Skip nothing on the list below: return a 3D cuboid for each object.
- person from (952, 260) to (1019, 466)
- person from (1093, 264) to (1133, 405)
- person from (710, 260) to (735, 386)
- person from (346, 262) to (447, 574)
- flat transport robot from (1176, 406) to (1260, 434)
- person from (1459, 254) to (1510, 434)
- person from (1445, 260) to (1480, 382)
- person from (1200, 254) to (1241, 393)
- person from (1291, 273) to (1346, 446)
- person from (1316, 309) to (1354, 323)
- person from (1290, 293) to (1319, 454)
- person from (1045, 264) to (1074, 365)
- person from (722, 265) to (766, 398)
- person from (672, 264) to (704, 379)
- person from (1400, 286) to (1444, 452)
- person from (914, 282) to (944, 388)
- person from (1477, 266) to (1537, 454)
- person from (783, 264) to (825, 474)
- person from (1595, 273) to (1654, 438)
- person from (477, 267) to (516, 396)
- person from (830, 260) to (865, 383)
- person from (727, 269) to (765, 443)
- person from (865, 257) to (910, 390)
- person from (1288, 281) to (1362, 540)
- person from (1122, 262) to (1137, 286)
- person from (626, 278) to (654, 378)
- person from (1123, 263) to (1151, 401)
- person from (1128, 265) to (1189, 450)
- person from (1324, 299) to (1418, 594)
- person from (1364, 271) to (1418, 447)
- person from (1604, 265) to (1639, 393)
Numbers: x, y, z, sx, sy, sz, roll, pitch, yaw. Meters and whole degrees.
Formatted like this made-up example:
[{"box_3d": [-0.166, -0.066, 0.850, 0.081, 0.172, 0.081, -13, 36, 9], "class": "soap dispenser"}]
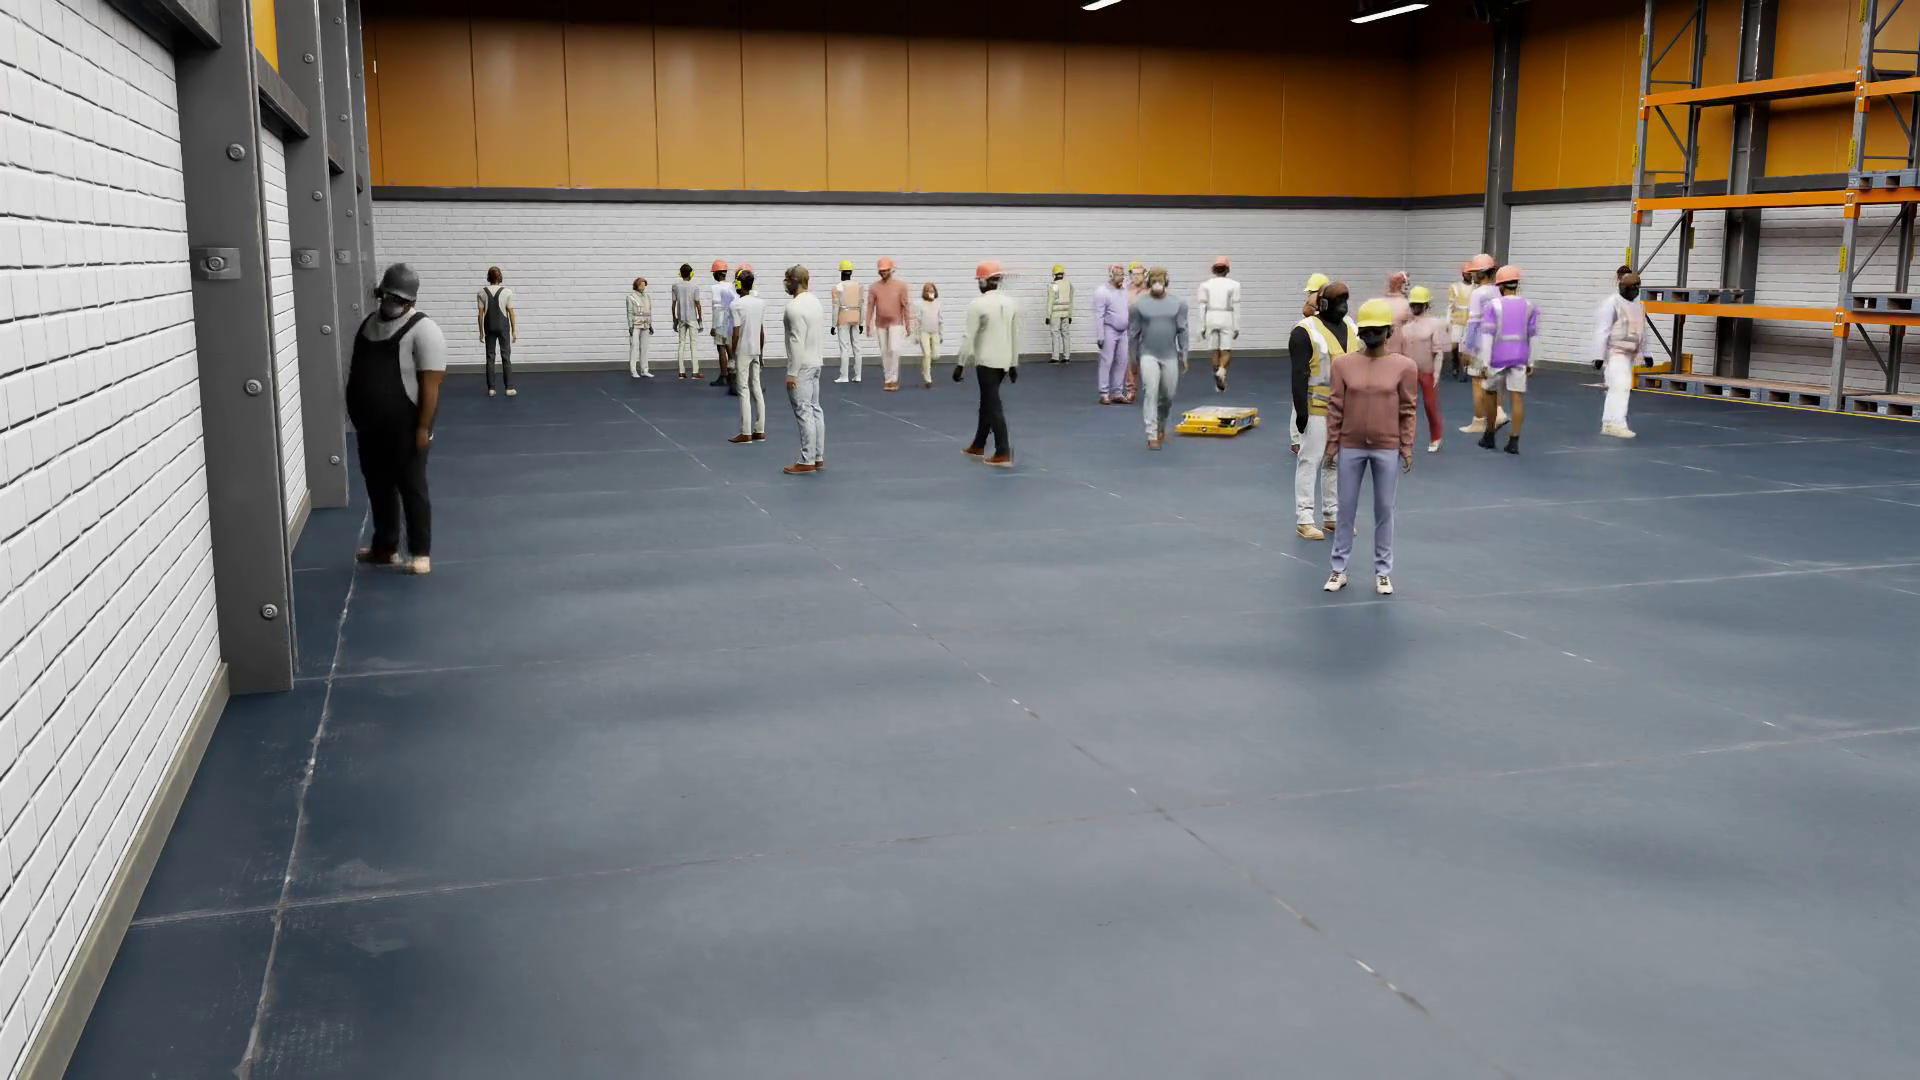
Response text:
[{"box_3d": [0.196, -1.706, 16.079, 0.908, 1.955, 0.630, 8, 13, 40], "class": "person"}, {"box_3d": [2.084, -2.767, 22.431, 0.675, 1.892, 0.436, -10, 14, -44], "class": "person"}, {"box_3d": [-3.662, -3.326, 25.544, 0.369, 1.935, 0.545, 5, 11, 25], "class": "person"}, {"box_3d": [-3.682, -0.799, 10.609, 0.851, 2.000, 0.534, 6, 11, 31], "class": "person"}, {"box_3d": [2.981, -1.387, 19.133, 0.652, 0.197, 1.431, 4, 11, 22], "class": "flat transport robot"}, {"box_3d": [5.889, -2.189, 18.703, 0.653, 2.029, 0.490, -8, 13, -39], "class": "person"}, {"box_3d": [8.009, -3.470, 26.409, 0.571, 1.922, 0.574, 3, 10, 16], "class": "person"}, {"box_3d": [3.753, -3.123, 24.119, 0.604, 2.023, 0.606, 4, 11, 22], "class": "person"}, {"box_3d": [3.719, -1.851, 17.312, 0.404, 1.827, 0.600, -6, 11, -31], "class": "person"}, {"box_3d": [3.665, -1.657, 16.458, 0.483, 1.736, 0.311, 5, 11, 25], "class": "person"}, {"box_3d": [3.590, -1.695, 16.975, 0.498, 1.633, 0.279, -5, 11, -28], "class": "person"}, {"box_3d": [1.809, -4.131, 30.507, 0.597, 1.828, 0.403, -7, 12, -34], "class": "person"}, {"box_3d": [-3.025, -2.936, 23.469, 0.558, 1.867, 1.022, -9, 13, -42], "class": "person"}, {"box_3d": [-4.431, -3.555, 27.069, 0.531, 1.867, 0.316, 2, 10, 13], "class": "person"}, {"box_3d": [4.670, -1.719, 16.883, 0.521, 1.715, 0.930, 7, 12, 35], "class": "person"}, {"box_3d": [-0.491, -3.113, 25.266, 0.502, 1.611, 0.461, -5, 11, -28], "class": "person"}, {"box_3d": [5.623, -1.862, 17.171, 0.583, 1.895, 0.868, 0, 10, -2], "class": "person"}, {"box_3d": [-1.451, -1.572, 15.381, 0.353, 1.936, 0.635, 3, 10, 14], "class": "person"}, {"box_3d": [7.417, -2.041, 18.449, 0.642, 1.813, 0.705, -7, 12, -36], "class": "person"}, {"box_3d": [-6.634, -2.986, 23.835, 0.521, 1.844, 0.331, -1, 10, -6], "class": "person"}, {"box_3d": [-1.771, -3.426, 26.143, 0.585, 1.928, 0.369, -7, 12, -34], "class": "person"}, {"box_3d": [-2.309, -1.977, 17.924, 0.329, 1.872, 0.507, 7, 12, 35], "class": "person"}, {"box_3d": [-1.103, -3.177, 24.564, 0.662, 1.969, 0.734, 3, 10, 15], "class": "person"}, {"box_3d": [2.648, -0.930, 11.940, 0.627, 1.845, 0.429, -6, 12, -31], "class": "person"}, {"box_3d": [3.059, -3.942, 29.288, 0.615, 1.868, 1.009, 1, 10, 6], "class": "person"}, {"box_3d": [-5.248, -3.474, 27.262, 0.308, 1.639, 0.510, 7, 12, 36], "class": "person"}, {"box_3d": [2.435, -2.835, 22.841, 0.671, 1.908, 0.405, 3, 10, 16], "class": "person"}, {"box_3d": [2.071, -1.925, 17.484, 0.629, 1.921, 0.799, 0, 10, -2], "class": "person"}, {"box_3d": [2.457, -0.551, 9.968, 0.526, 1.769, 0.329, 3, 10, 19], "class": "person"}, {"box_3d": [4.392, -1.824, 17.067, 0.950, 1.870, 0.657, -6, 12, -32], "class": "person"}, {"box_3d": [9.622, -3.065, 24.228, 0.531, 1.868, 0.310, 8, 12, 38], "class": "person"}]
